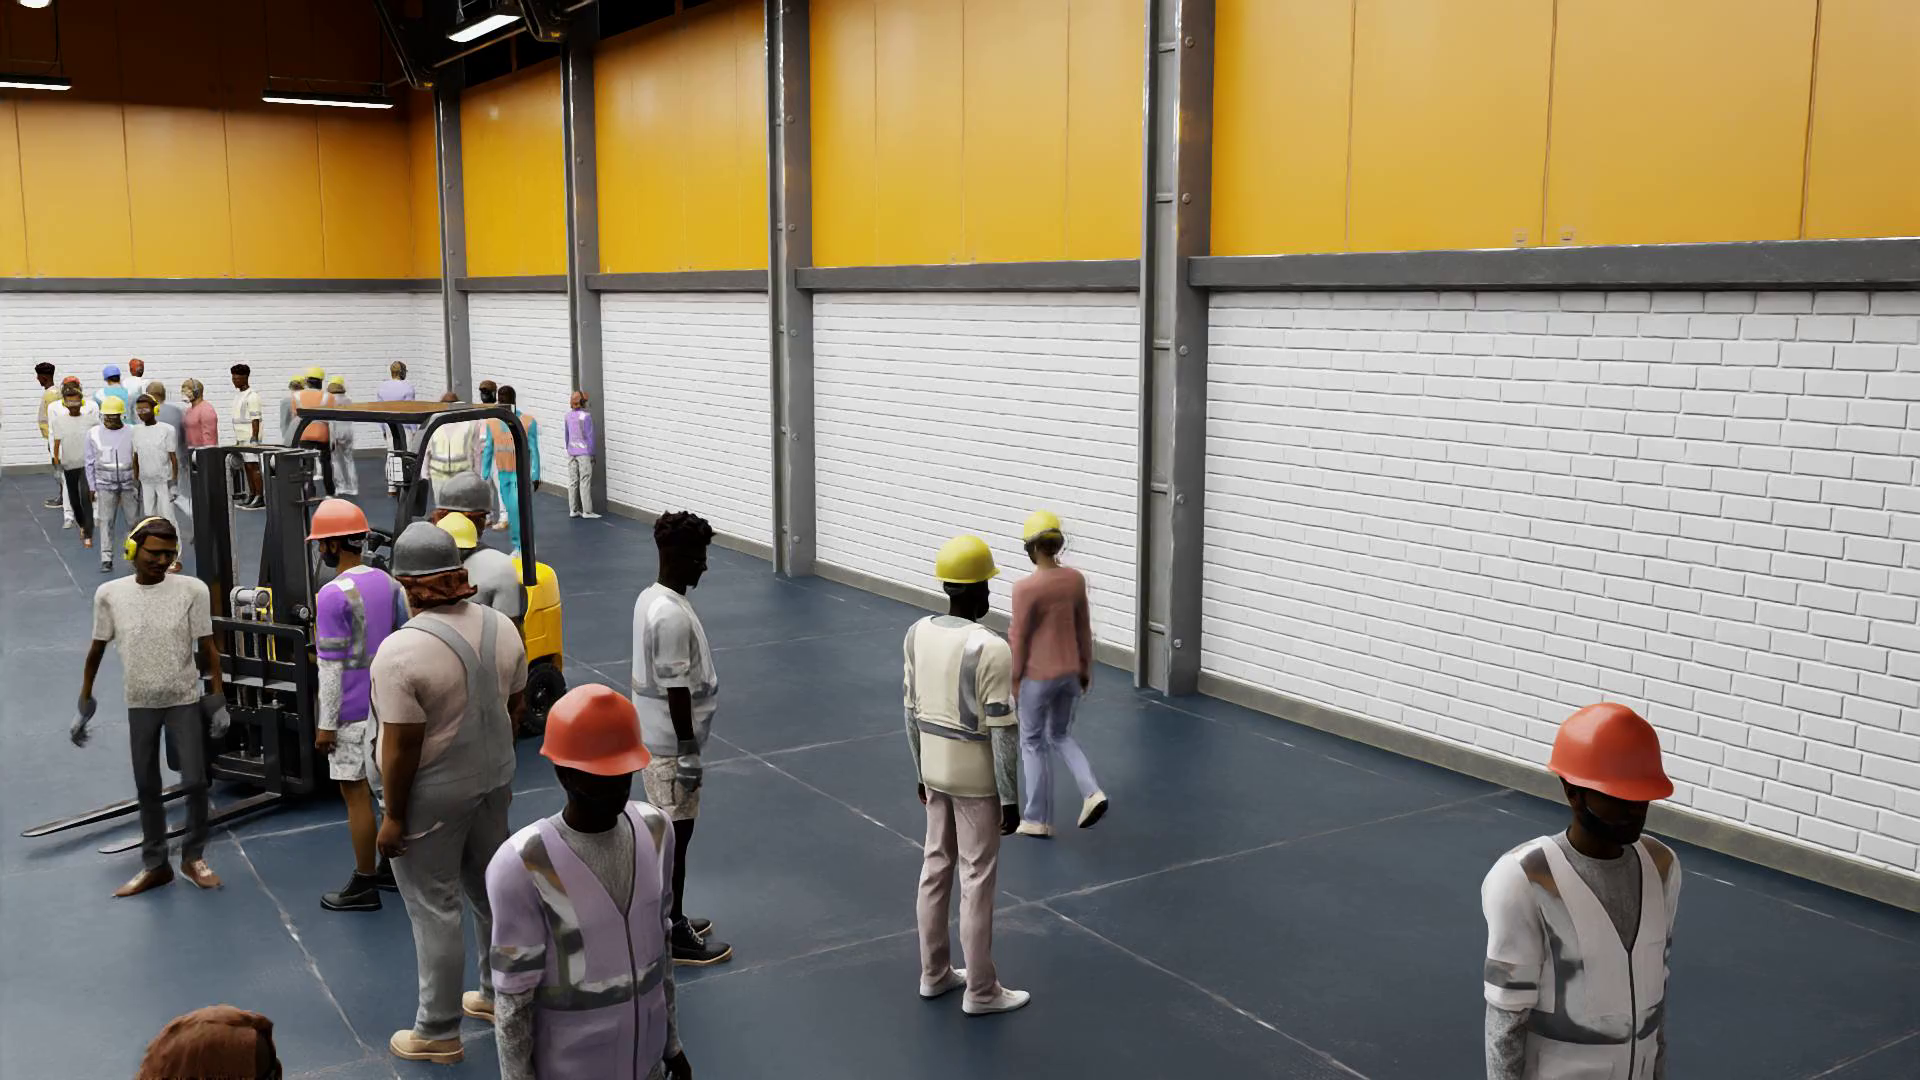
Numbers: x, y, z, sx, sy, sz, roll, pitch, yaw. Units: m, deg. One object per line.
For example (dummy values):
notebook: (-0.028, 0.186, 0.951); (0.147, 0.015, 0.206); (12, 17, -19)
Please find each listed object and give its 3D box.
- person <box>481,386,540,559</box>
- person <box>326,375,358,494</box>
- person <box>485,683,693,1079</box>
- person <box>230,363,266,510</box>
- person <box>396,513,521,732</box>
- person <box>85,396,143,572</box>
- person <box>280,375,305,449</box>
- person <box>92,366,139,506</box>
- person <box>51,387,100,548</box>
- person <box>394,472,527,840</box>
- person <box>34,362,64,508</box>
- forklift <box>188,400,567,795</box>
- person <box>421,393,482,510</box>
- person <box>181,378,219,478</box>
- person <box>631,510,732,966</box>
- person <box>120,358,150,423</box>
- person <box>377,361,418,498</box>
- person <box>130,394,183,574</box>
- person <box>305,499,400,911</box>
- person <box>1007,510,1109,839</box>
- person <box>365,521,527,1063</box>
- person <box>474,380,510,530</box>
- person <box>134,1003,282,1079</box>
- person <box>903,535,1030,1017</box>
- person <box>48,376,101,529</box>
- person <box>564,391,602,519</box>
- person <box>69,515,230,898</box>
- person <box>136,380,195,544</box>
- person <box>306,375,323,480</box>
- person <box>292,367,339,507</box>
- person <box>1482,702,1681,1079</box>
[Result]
person: (-4.828, -0.702, 17.834); (0.612, 1.899, 0.552); (3, 9, 21)
person: (-8.834, -1.494, 23.788); (0.514, 1.702, 0.499); (4, 9, 26)
person: (-0.891, 1.303, 4.166); (0.365, 1.935, 0.552); (7, 11, 38)
person: (-9.486, -1.372, 22.150); (0.374, 1.958, 0.607); (-7, 11, -41)
person: (-2.415, 0.778, 8.045); (0.590, 1.837, 0.403); (-3, 9, -22)
person: (-8.718, -0.582, 17.237); (0.592, 1.828, 0.404); (-4, 9, -26)
person: (-9.365, -1.461, 23.492); (0.457, 1.730, 0.551); (8, 12, 43)
person: (-11.557, -1.436, 22.785); (0.600, 1.883, 0.949); (-6, 10, -35)
person: (-10.112, -0.848, 19.094); (0.521, 1.830, 0.926); (-3, 9, -20)
person: (-2.410, 0.663, 8.137); (0.704, 2.000, 0.638); (4, 9, 25)
person: (-12.202, -1.415, 22.403); (0.373, 1.962, 0.605); (-3, 9, -22)
forklift: (-3.529, 0.258, 10.348); (1.214, 2.155, 2.313); (4, 9, 25)
person: (-5.475, -0.664, 17.873); (0.636, 1.805, 0.887); (-2, 9, -11)
person: (-8.623, -0.879, 18.936); (0.362, 1.929, 0.629); (-8, 12, -43)
person: (-1.221, 0.844, 7.192); (0.380, 1.958, 0.602); (-3, 9, -20)
person: (-12.595, -1.841, 25.528); (0.574, 1.887, 0.355); (2, 9, 12)
person: (-7.870, -1.544, 23.353); (0.635, 1.937, 0.354); (4, 9, 22)
person: (-8.269, -0.575, 17.101); (0.510, 1.863, 0.325); (1, 8, 6)
person: (-2.855, 0.767, 7.817); (0.382, 1.929, 0.541); (1, 9, 9)
person: (0.496, 0.716, 8.767); (0.560, 1.738, 0.521); (-7, 11, -39)
person: (-1.989, 0.932, 6.319); (0.535, 2.000, 0.687); (4, 9, 26)
person: (-5.723, -1.032, 20.269); (0.630, 1.837, 0.429); (4, 9, 24)
person: (-1.334, 1.628, 3.028); (0.277, 1.628, 0.525); (-2, 9, -11)
person: (0.020, 0.937, 6.662); (0.361, 1.930, 0.587); (-8, 12, -44)
person: (-10.846, -1.076, 20.413); (0.581, 1.878, 0.344); (-4, 9, -24)
person: (-4.846, -1.085, 21.257); (0.514, 1.642, 0.310); (6, 11, 37)
person: (-3.836, 0.798, 7.889); (0.666, 1.852, 0.378); (-1, 9, -9)
person: (-8.913, -0.843, 18.754); (0.787, 1.912, 0.642); (4, 10, 28)
person: (-9.920, -1.737, 25.656); (0.309, 1.641, 0.514); (-1, 9, -10)
person: (-8.789, -1.421, 22.731); (0.597, 1.878, 0.937); (-1, 9, -10)
person: (1.498, 1.332, 3.975); (0.545, 1.938, 0.362); (-4, 9, -24)
